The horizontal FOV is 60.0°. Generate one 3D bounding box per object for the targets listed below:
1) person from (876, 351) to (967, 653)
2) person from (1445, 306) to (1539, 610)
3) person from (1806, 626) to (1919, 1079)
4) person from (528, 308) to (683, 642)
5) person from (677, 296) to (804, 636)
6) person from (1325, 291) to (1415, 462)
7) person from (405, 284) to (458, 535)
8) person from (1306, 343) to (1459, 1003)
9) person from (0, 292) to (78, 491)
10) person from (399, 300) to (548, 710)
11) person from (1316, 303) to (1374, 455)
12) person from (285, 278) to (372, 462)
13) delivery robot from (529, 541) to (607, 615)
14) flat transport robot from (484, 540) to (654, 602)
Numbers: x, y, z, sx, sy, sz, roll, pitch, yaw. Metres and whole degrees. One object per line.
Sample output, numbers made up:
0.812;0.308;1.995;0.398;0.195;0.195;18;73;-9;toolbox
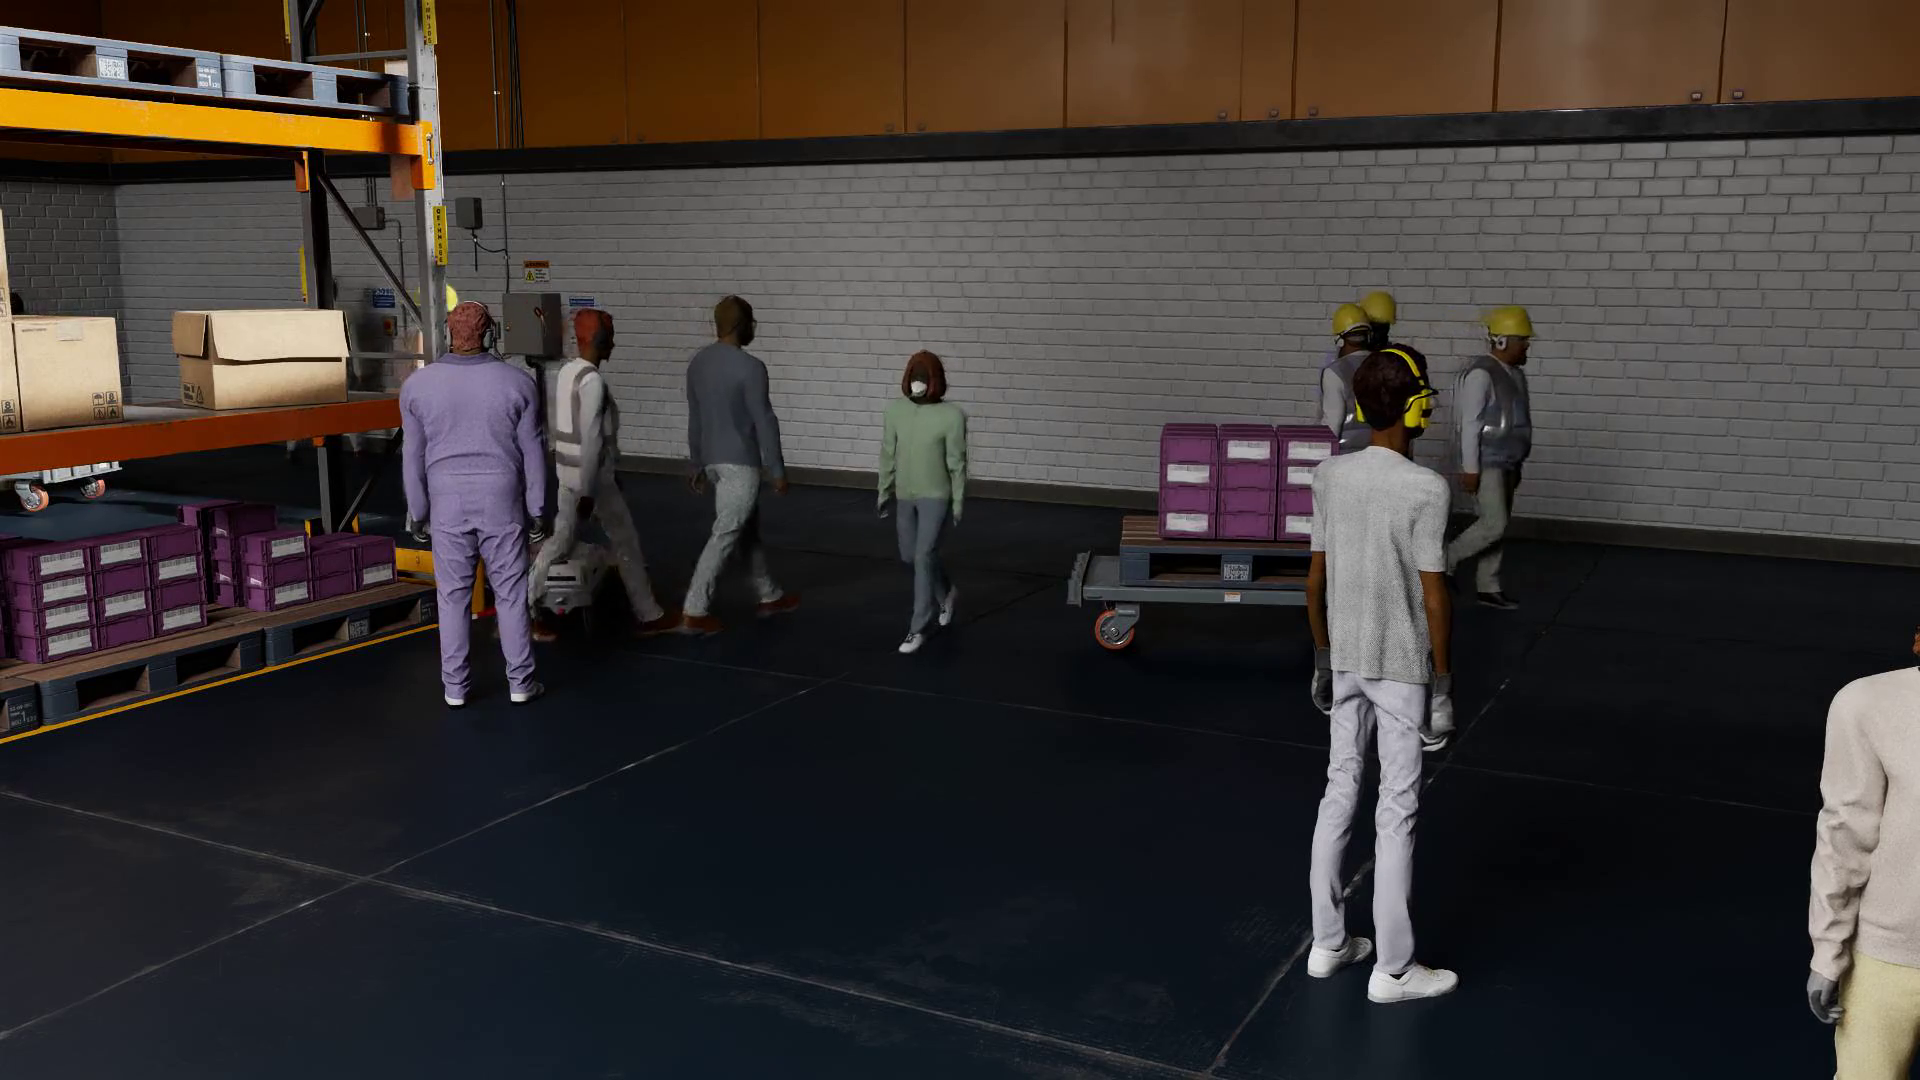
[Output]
-0.172;-0.237;9.081;0.508;1.609;0.715;6;11;31;person
3.148;-0.477;9.879;0.513;1.817;0.614;8;12;38;person
1.835;0.795;3.077;0.497;1.629;0.277;3;10;19;person
-2.069;-0.346;9.111;0.979;1.849;0.578;-6;12;-33;person
-1.269;-0.424;9.385;0.997;1.894;0.639;-8;13;-40;person
2.525;-0.615;10.441;0.596;1.902;0.761;-1;10;-8;person
-3.874;-0.963;12.468;0.730;1.888;0.736;-2;10;-13;person
1.211;0.380;4.756;0.328;1.876;0.514;-7;12;-36;person
-8.360;-1.331;14.901;0.901;1.796;0.640;-1;10;-3;person
-2.252;-0.160;7.789;0.649;1.906;0.401;-1;10;-8;person
2.336;-0.495;9.965;0.588;1.827;0.404;-7;12;-36;person
-6.507;-1.744;17.053;0.803;1.891;0.559;-2;10;-12;person
-2.221;0.182;9.449;0.477;0.478;0.707;-1;10;-4;delivery robot
-2.565;0.184;10.529;0.652;0.197;1.431;-8;12;-37;flat transport robot
